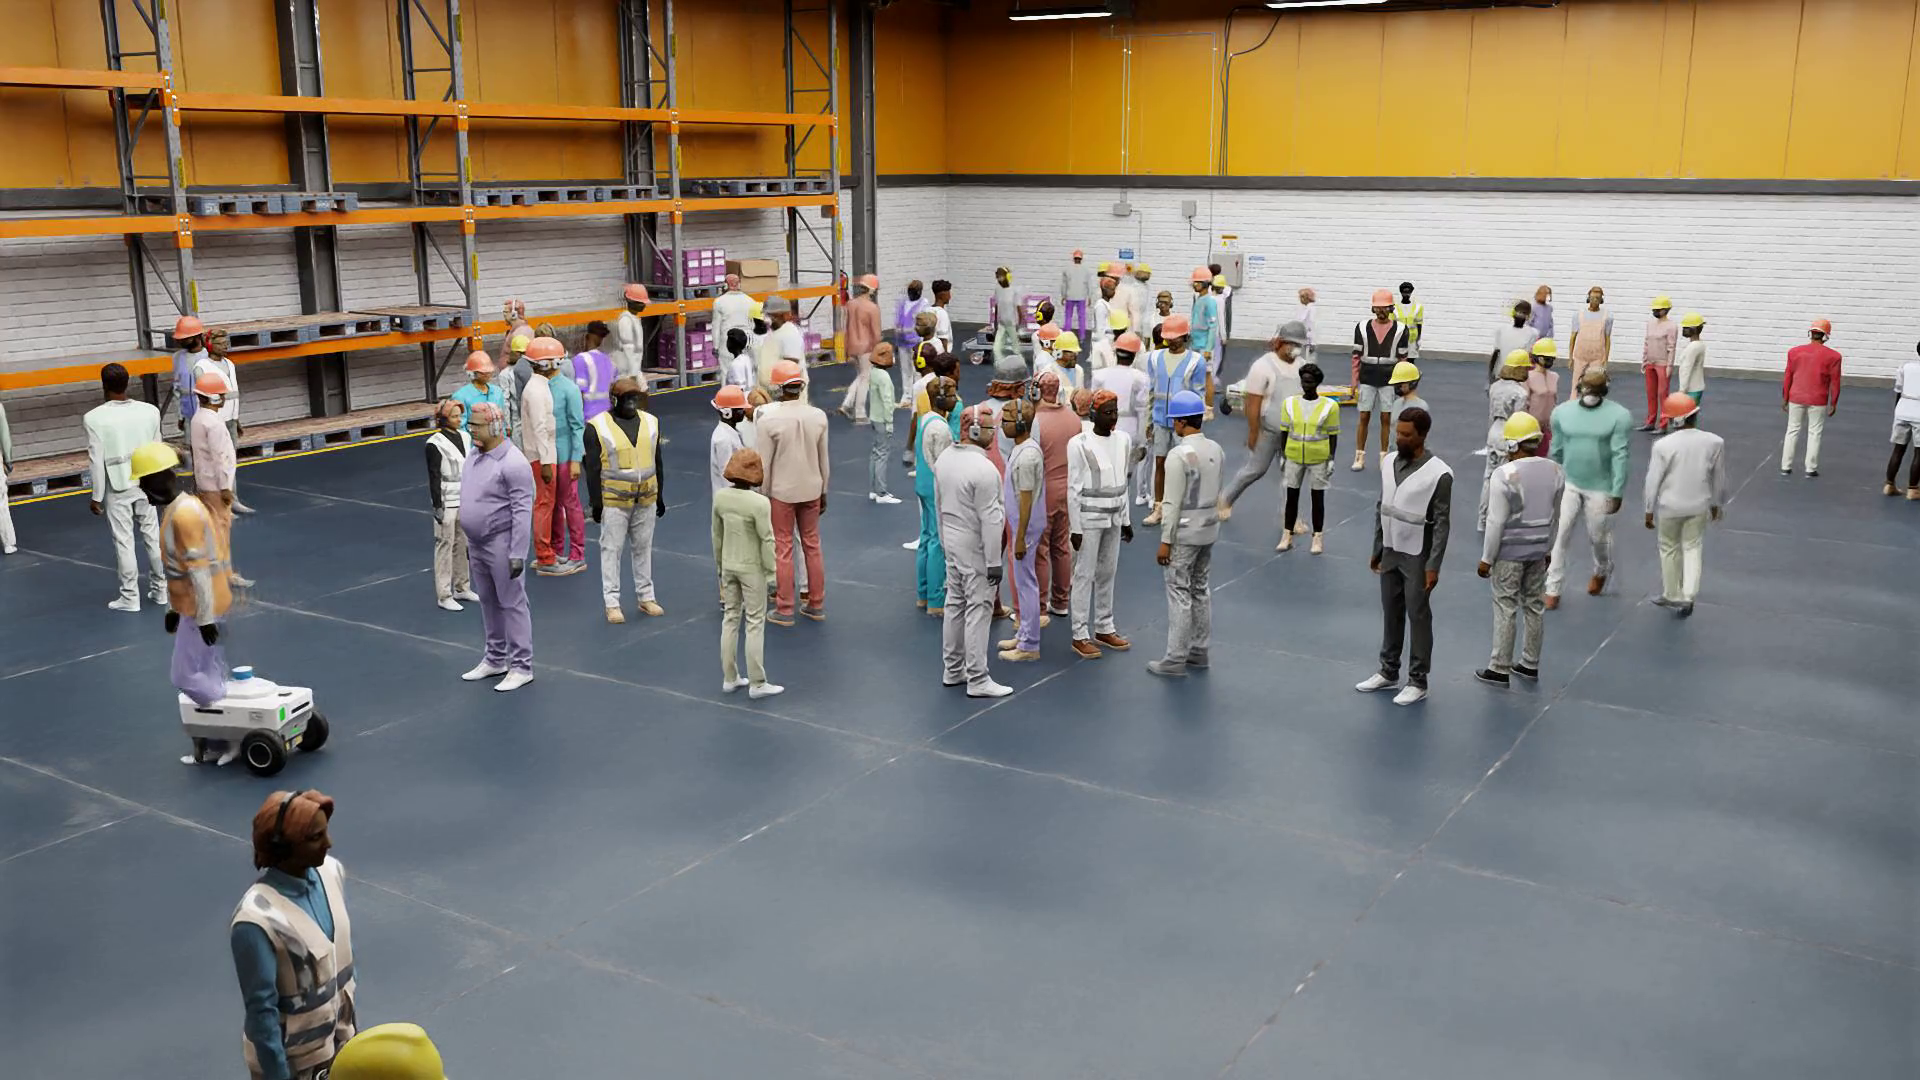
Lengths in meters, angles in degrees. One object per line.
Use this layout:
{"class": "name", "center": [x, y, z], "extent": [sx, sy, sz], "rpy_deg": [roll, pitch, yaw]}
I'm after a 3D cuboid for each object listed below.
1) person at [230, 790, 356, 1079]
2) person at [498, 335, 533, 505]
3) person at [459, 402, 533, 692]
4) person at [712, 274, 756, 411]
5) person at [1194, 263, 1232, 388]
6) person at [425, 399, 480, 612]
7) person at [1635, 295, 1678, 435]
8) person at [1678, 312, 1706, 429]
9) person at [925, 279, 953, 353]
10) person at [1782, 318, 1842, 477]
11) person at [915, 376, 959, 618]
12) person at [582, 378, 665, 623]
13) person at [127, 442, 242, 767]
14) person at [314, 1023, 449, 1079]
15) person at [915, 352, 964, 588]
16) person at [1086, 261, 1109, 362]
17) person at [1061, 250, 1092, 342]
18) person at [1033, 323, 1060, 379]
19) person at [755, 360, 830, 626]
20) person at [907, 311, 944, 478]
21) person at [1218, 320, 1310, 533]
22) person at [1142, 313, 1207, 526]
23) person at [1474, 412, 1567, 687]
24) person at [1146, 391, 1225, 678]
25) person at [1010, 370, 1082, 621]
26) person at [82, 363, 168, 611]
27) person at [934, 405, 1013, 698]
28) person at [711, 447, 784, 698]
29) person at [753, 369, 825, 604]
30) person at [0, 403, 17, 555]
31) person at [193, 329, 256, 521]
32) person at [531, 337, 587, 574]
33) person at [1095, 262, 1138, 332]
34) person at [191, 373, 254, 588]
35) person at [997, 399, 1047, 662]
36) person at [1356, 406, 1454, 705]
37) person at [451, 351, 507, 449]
{"class": "person", "center": [-1.988, 1.537, 5.039], "extent": [0.313, 1.637, 0.515], "rpy_deg": [2, 13, 10]}
{"class": "person", "center": [-4.306, -1.157, 16.478], "extent": [0.294, 1.744, 0.487], "rpy_deg": [12, 17, 42]}
{"class": "person", "center": [-3.070, 0.038, 10.938], "extent": [0.638, 1.907, 0.408], "rpy_deg": [12, 17, 41]}
{"class": "person", "center": [-3.101, -2.684, 22.780], "extent": [0.653, 1.895, 0.401], "rpy_deg": [-8, 15, -31]}
{"class": "person", "center": [3.791, -3.200, 25.002], "extent": [0.594, 1.902, 0.447], "rpy_deg": [4, 14, 17]}
{"class": "person", "center": [-3.927, -0.279, 12.899], "extent": [0.309, 1.637, 0.522], "rpy_deg": [4, 14, 16]}
{"class": "person", "center": [8.819, -2.216, 21.041], "extent": [0.349, 1.760, 0.526], "rpy_deg": [-4, 14, -16]}
{"class": "person", "center": [8.188, -1.678, 18.707], "extent": [0.344, 1.759, 0.534], "rpy_deg": [9, 16, 35]}
{"class": "person", "center": [-0.270, -2.308, 20.981], "extent": [0.361, 1.963, 0.612], "rpy_deg": [-5, 14, -20]}
{"class": "person", "center": [9.321, -1.556, 18.220], "extent": [0.573, 1.738, 0.352], "rpy_deg": [9, 16, 36]}
{"class": "person", "center": [-0.169, -0.332, 12.673], "extent": [0.327, 1.843, 0.516], "rpy_deg": [-4, 14, -17]}
{"class": "person", "center": [-2.506, -0.306, 12.569], "extent": [0.627, 1.845, 0.429], "rpy_deg": [-10, 16, -36]}
{"class": "person", "center": [-4.411, 0.378, 9.489], "extent": [0.467, 1.892, 0.627], "rpy_deg": [-6, 14, -24]}
{"class": "person", "center": [-1.171, 1.831, 3.490], "extent": [0.339, 1.761, 0.524], "rpy_deg": [-1, 13, -5]}
{"class": "person", "center": [-0.149, -0.570, 13.546], "extent": [0.394, 1.920, 0.587], "rpy_deg": [-9, 16, -34]}
{"class": "person", "center": [2.444, -3.889, 28.374], "extent": [0.507, 1.716, 0.535], "rpy_deg": [12, 18, 43]}
{"class": "person", "center": [2.203, -4.591, 31.384], "extent": [0.587, 1.744, 0.356], "rpy_deg": [0, 13, -2]}
{"class": "person", "center": [0.932, -1.407, 17.539], "extent": [0.325, 1.752, 0.563], "rpy_deg": [1, 13, 3]}
{"class": "person", "center": [-1.263, -0.352, 12.460], "extent": [0.619, 1.985, 0.411], "rpy_deg": [-9, 16, -35]}
{"class": "person", "center": [-0.348, -1.543, 17.934], "extent": [0.345, 1.844, 0.506], "rpy_deg": [-7, 15, -27]}
{"class": "person", "center": [2.933, -1.119, 15.660], "extent": [0.701, 2.000, 0.891], "rpy_deg": [-7, 15, -28]}
{"class": "person", "center": [2.000, -1.114, 15.646], "extent": [0.608, 2.039, 0.378], "rpy_deg": [7, 15, 29]}
{"class": "person", "center": [3.679, 0.062, 10.995], "extent": [0.588, 1.831, 0.403], "rpy_deg": [-5, 14, -22]}
{"class": "person", "center": [1.536, -0.039, 11.226], "extent": [0.418, 1.933, 0.614], "rpy_deg": [10, 16, 36]}
{"class": "person", "center": [0.620, -0.320, 12.488], "extent": [0.407, 1.908, 0.641], "rpy_deg": [11, 17, 40]}
{"class": "person", "center": [-6.414, -0.407, 12.837], "extent": [0.382, 1.918, 0.597], "rpy_deg": [8, 15, 32]}
{"class": "person", "center": [0.101, 0.069, 10.806], "extent": [0.405, 1.904, 0.653], "rpy_deg": [-8, 15, -30]}
{"class": "person", "center": [-1.386, 0.208, 10.796], "extent": [0.507, 1.631, 0.276], "rpy_deg": [10, 16, 36]}
{"class": "person", "center": [-1.324, -0.432, 13.022], "extent": [0.584, 1.883, 0.349], "rpy_deg": [4, 13, 16]}
{"class": "person", "center": [-8.554, -0.650, 14.508], "extent": [0.525, 1.637, 0.307], "rpy_deg": [-10, 16, -36]}
{"class": "person", "center": [-7.158, -1.122, 16.098], "extent": [0.389, 1.846, 0.567], "rpy_deg": [1, 13, 4]}
{"class": "person", "center": [-3.398, -0.709, 13.982], "extent": [0.622, 1.994, 0.381], "rpy_deg": [11, 17, 39]}
{"class": "person", "center": [2.310, -3.128, 24.549], "extent": [0.647, 1.967, 0.706], "rpy_deg": [5, 14, 21]}
{"class": "person", "center": [-6.032, -0.486, 13.546], "extent": [0.346, 1.749, 0.564], "rpy_deg": [-10, 16, -36]}
{"class": "person", "center": [0.433, -0.068, 11.555], "extent": [0.341, 1.840, 0.504], "rpy_deg": [0, 13, 1]}
{"class": "person", "center": [2.882, 0.090, 10.679], "extent": [0.392, 1.921, 0.587], "rpy_deg": [-7, 15, -28]}
{"class": "person", "center": [-4.305, -0.835, 15.057], "extent": [0.330, 1.750, 0.572], "rpy_deg": [8, 15, 31]}
